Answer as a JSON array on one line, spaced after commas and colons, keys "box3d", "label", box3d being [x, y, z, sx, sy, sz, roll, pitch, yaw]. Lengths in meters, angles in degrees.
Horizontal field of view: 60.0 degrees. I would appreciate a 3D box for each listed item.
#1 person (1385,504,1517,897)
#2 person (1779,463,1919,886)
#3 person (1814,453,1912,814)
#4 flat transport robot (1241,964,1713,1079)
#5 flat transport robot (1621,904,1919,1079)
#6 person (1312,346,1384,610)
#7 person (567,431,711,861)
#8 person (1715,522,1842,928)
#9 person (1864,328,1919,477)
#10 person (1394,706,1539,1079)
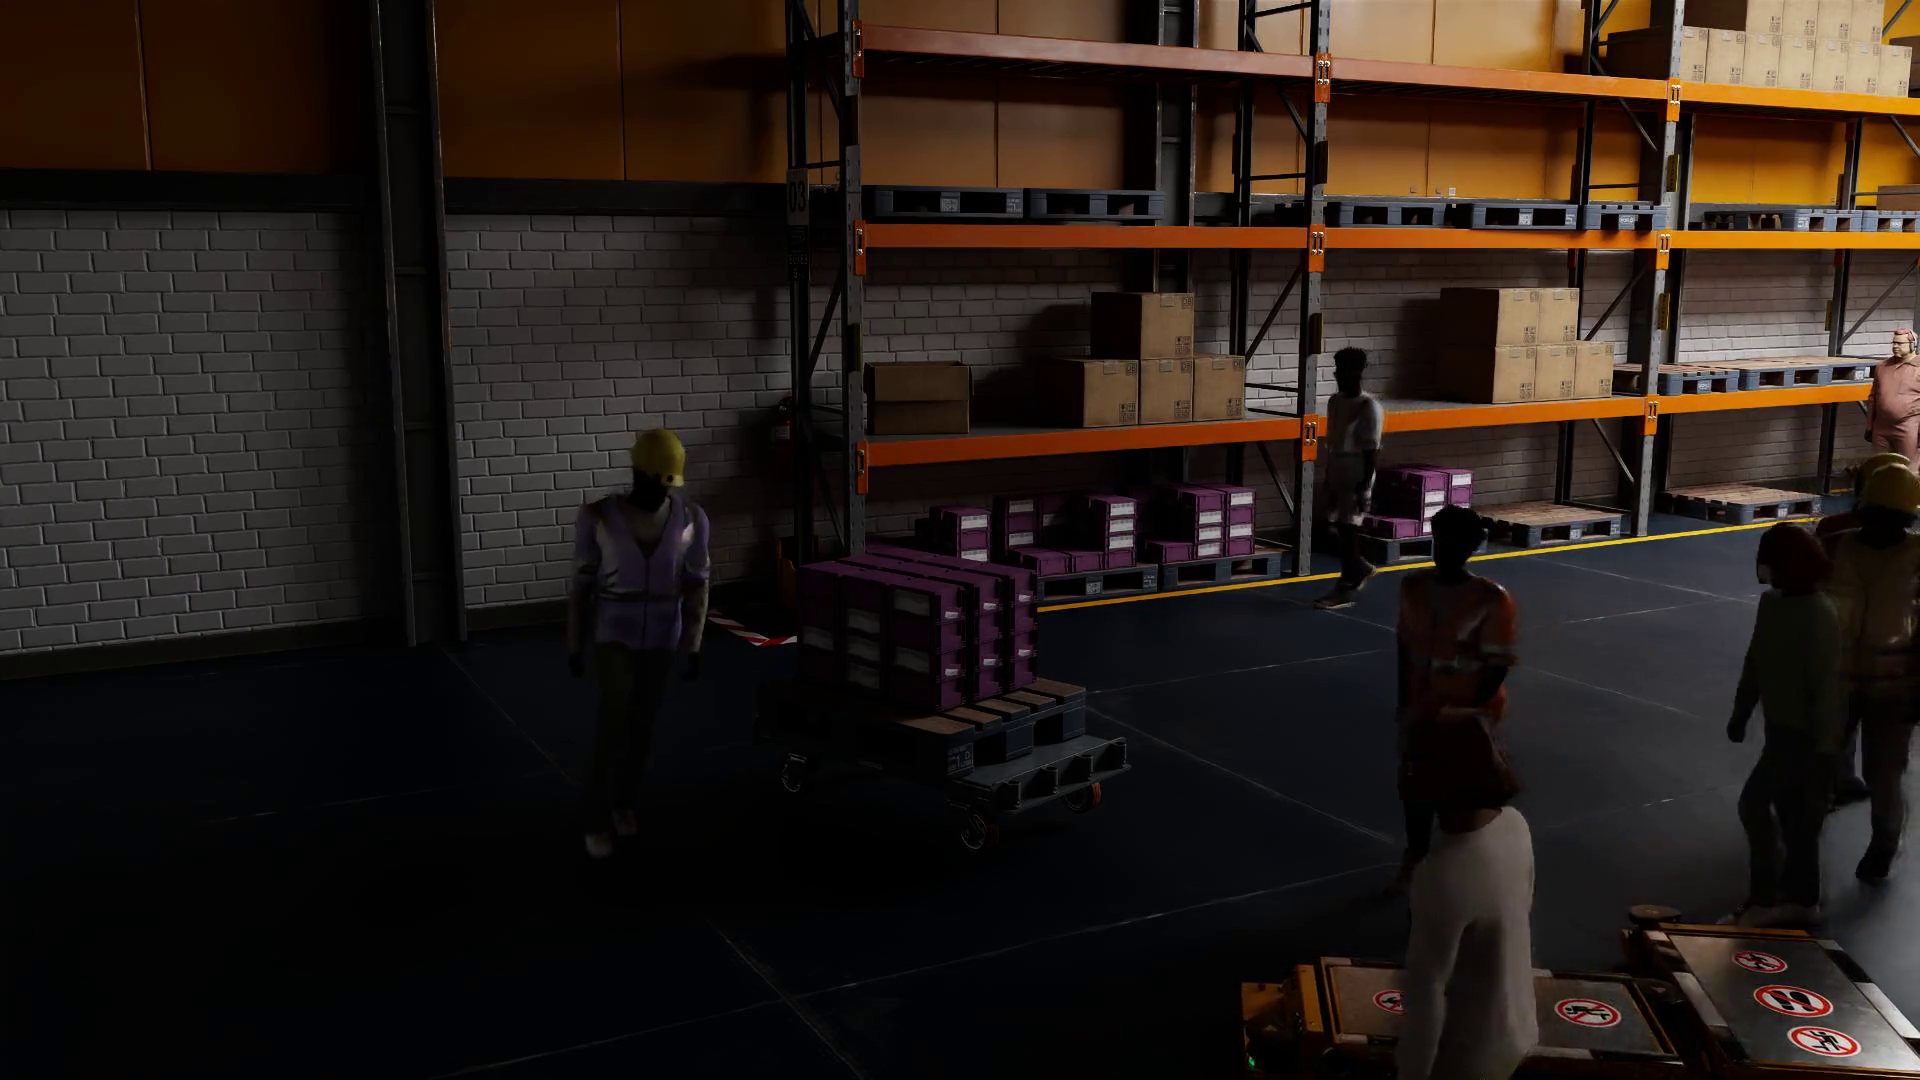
[{"box3d": [1.938, 0.681, 6.627, 0.407, 1.669, 0.568, -7, 12, -35], "label": "person"}, {"box3d": [3.754, 0.568, 6.852, 0.605, 1.803, 0.573, 9, 13, 42], "label": "person"}, {"box3d": [4.223, 0.447, 7.779, 0.753, 1.724, 0.535, -1, 10, -9], "label": "person"}, {"box3d": [1.640, 1.592, 5.366, 1.431, 0.197, 0.652, 1, 10, 8], "label": "flat transport robot"}, {"box3d": [2.701, 1.572, 5.486, 0.652, 0.197, 1.431, 1, 10, 8], "label": "flat transport robot"}, {"box3d": [2.884, -0.458, 12.311, 0.509, 1.953, 0.638, -4, 11, -20], "label": "person"}, {"box3d": [-1.401, 0.451, 7.358, 0.625, 1.863, 0.770, -4, 11, -22], "label": "person"}, {"box3d": [3.144, 0.733, 6.446, 0.581, 1.612, 0.517, 1, 10, 4], "label": "person"}, {"box3d": [9.073, -1.091, 16.110, 0.403, 1.906, 0.651, -6, 11, -29], "label": "person"}, {"box3d": [1.187, 1.184, 3.893, 0.405, 1.594, 0.539, 8, 13, 39], "label": "person"}]
